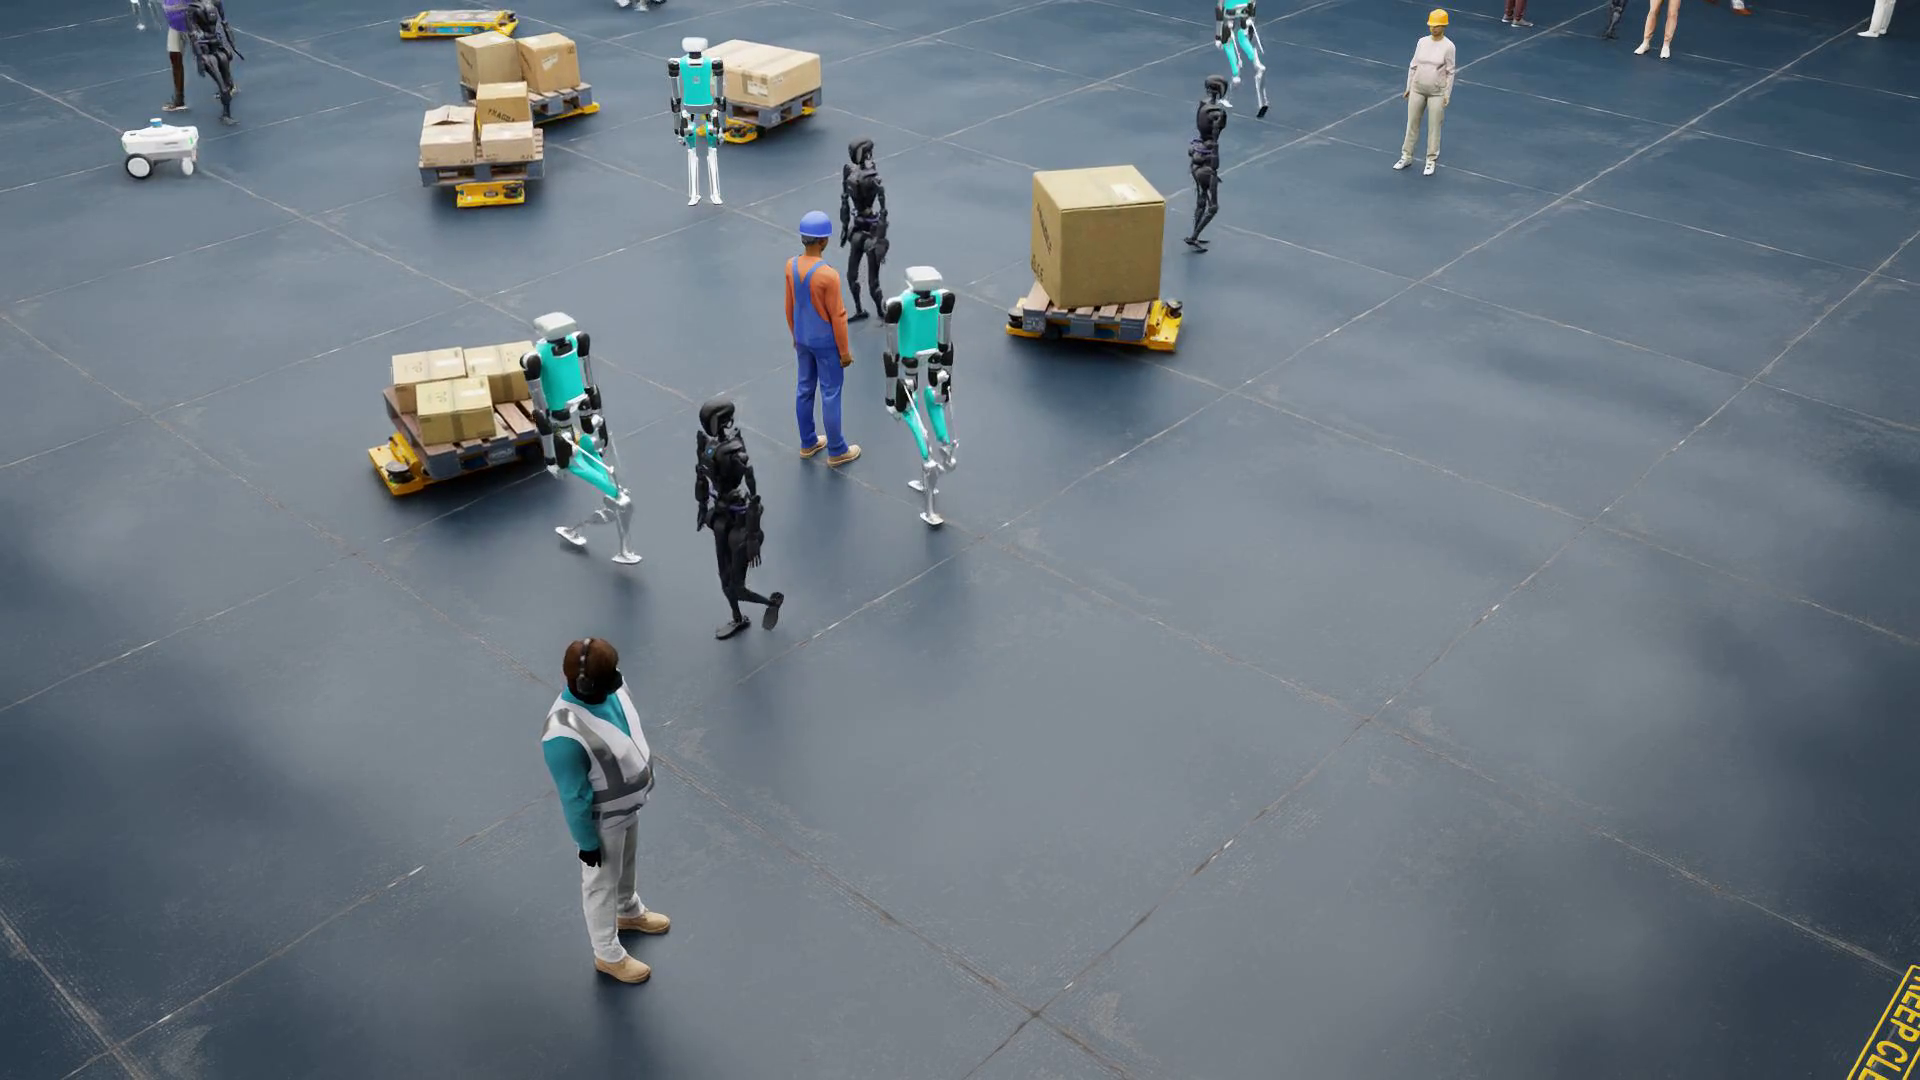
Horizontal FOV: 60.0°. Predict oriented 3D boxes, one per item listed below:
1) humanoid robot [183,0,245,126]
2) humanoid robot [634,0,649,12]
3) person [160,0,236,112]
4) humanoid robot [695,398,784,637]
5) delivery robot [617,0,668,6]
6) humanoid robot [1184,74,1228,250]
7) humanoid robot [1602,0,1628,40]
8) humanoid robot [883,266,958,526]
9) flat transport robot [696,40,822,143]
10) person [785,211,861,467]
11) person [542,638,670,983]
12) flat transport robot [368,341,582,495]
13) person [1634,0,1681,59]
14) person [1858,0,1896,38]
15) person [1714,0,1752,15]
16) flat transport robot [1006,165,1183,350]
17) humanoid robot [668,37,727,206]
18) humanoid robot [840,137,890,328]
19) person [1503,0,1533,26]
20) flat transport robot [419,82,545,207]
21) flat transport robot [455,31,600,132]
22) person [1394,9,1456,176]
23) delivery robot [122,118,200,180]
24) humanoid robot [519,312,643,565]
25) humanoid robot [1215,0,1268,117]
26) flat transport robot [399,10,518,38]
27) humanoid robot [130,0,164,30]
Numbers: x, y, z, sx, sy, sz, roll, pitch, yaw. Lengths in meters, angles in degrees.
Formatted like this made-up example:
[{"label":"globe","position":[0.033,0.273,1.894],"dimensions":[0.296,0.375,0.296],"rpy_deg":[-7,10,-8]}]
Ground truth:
[{"label":"humanoid robot","position":[-8.340,-5.476,18.640],"dimensions":[0.436,1.650,0.594],"rpy_deg":[14,35,22]},{"label":"humanoid robot","position":[-4.447,-8.223,22.992],"dimensions":[0.657,1.788,0.530],"rpy_deg":[7,32,11]},{"label":"person","position":[-8.990,-5.988,19.253],"dimensions":[0.612,1.907,1.021],"rpy_deg":[17,35,25]},{"label":"humanoid robot","position":[-1.342,-0.154,10.068],"dimensions":[0.424,1.640,0.610],"rpy_deg":[-27,41,-37]},{"label":"delivery robot","position":[-4.519,-7.900,23.621],"dimensions":[0.812,0.614,0.499],"rpy_deg":[-11,33,-17]},{"label":"humanoid robot","position":[2.290,-3.521,15.487],"dimensions":[0.363,1.655,0.591],"rpy_deg":[-2,32,-4]},{"label":"humanoid robot","position":[8.769,-7.422,21.782],"dimensions":[0.563,1.637,0.609],"rpy_deg":[-19,37,-28]},{"label":"humanoid robot","position":[-0.155,-0.919,11.273],"dimensions":[0.576,1.788,0.881],"rpy_deg":[-19,36,-27]},{"label":"flat transport robot","position":[-2.318,-4.832,18.934],"dimensions":[0.659,0.231,1.431],"rpy_deg":[18,36,26]},{"label":"person","position":[-1.004,-1.429,11.908],"dimensions":[0.512,1.904,0.365],"rpy_deg":[20,37,29]},{"label":"person","position":[-1.618,1.224,7.694],"dimensions":[0.429,1.840,0.635],"rpy_deg":[5,32,9]},{"label":"flat transport robot","position":[-3.582,-0.724,12.319],"dimensions":[1.431,0.231,0.659],"rpy_deg":[-18,36,-27]},{"label":"person","position":[8.971,-7.066,21.006],"dimensions":[0.520,1.879,0.346],"rpy_deg":[18,36,27]},{"label":"person","position":[12.209,-7.441,21.833],"dimensions":[0.513,1.640,0.314],"rpy_deg":[-22,38,-31]},{"label":"person","position":[10.801,-8.217,22.927],"dimensions":[0.516,1.809,0.697],"rpy_deg":[-20,37,-29]},{"label":"flat transport robot","position":[1.150,-1.886,14.191],"dimensions":[1.431,0.231,0.659],"rpy_deg":[7,33,11]},{"label":"humanoid robot","position":[-2.541,-4.140,16.304],"dimensions":[0.533,1.675,0.735],"rpy_deg":[-3,32,-5]},{"label":"humanoid robot","position":[-0.778,-2.590,14.001],"dimensions":[0.342,1.650,0.595],"rpy_deg":[-25,40,-34]},{"label":"person","position":[7.627,-7.832,22.311],"dimensions":[0.381,1.806,0.550],"rpy_deg":[-8,33,-12]},{"label":"flat transport robot","position":[-4.906,-3.785,17.248],"dimensions":[0.659,0.231,1.431],"rpy_deg":[-6,32,-10]},{"label":"flat transport robot","position":[-4.931,-4.934,19.099],"dimensions":[1.431,0.231,0.659],"rpy_deg":[-27,41,-37]},{"label":"person","position":[4.878,-4.660,17.303],"dimensions":[0.487,1.696,0.314],"rpy_deg":[20,37,29]},{"label":"delivery robot","position":[-8.449,-4.139,17.556],"dimensions":[0.774,0.603,0.510],"rpy_deg":[-8,33,-12]},{"label":"humanoid robot","position":[-2.320,-0.561,10.716],"dimensions":[1.030,1.759,0.535],"rpy_deg":[20,37,28]},{"label":"humanoid robot","position":[3.303,-5.705,18.973],"dimensions":[0.543,1.783,0.932],"rpy_deg":[-15,35,-22]},{"label":"flat transport robot","position":[-6.708,-6.907,22.277],"dimensions":[1.431,0.231,0.659],"rpy_deg":[-1,32,-1]},{"label":"humanoid robot","position":[-10.966,-7.582,22.029],"dimensions":[0.542,1.859,0.662],"rpy_deg":[-20,37,-29]}]
